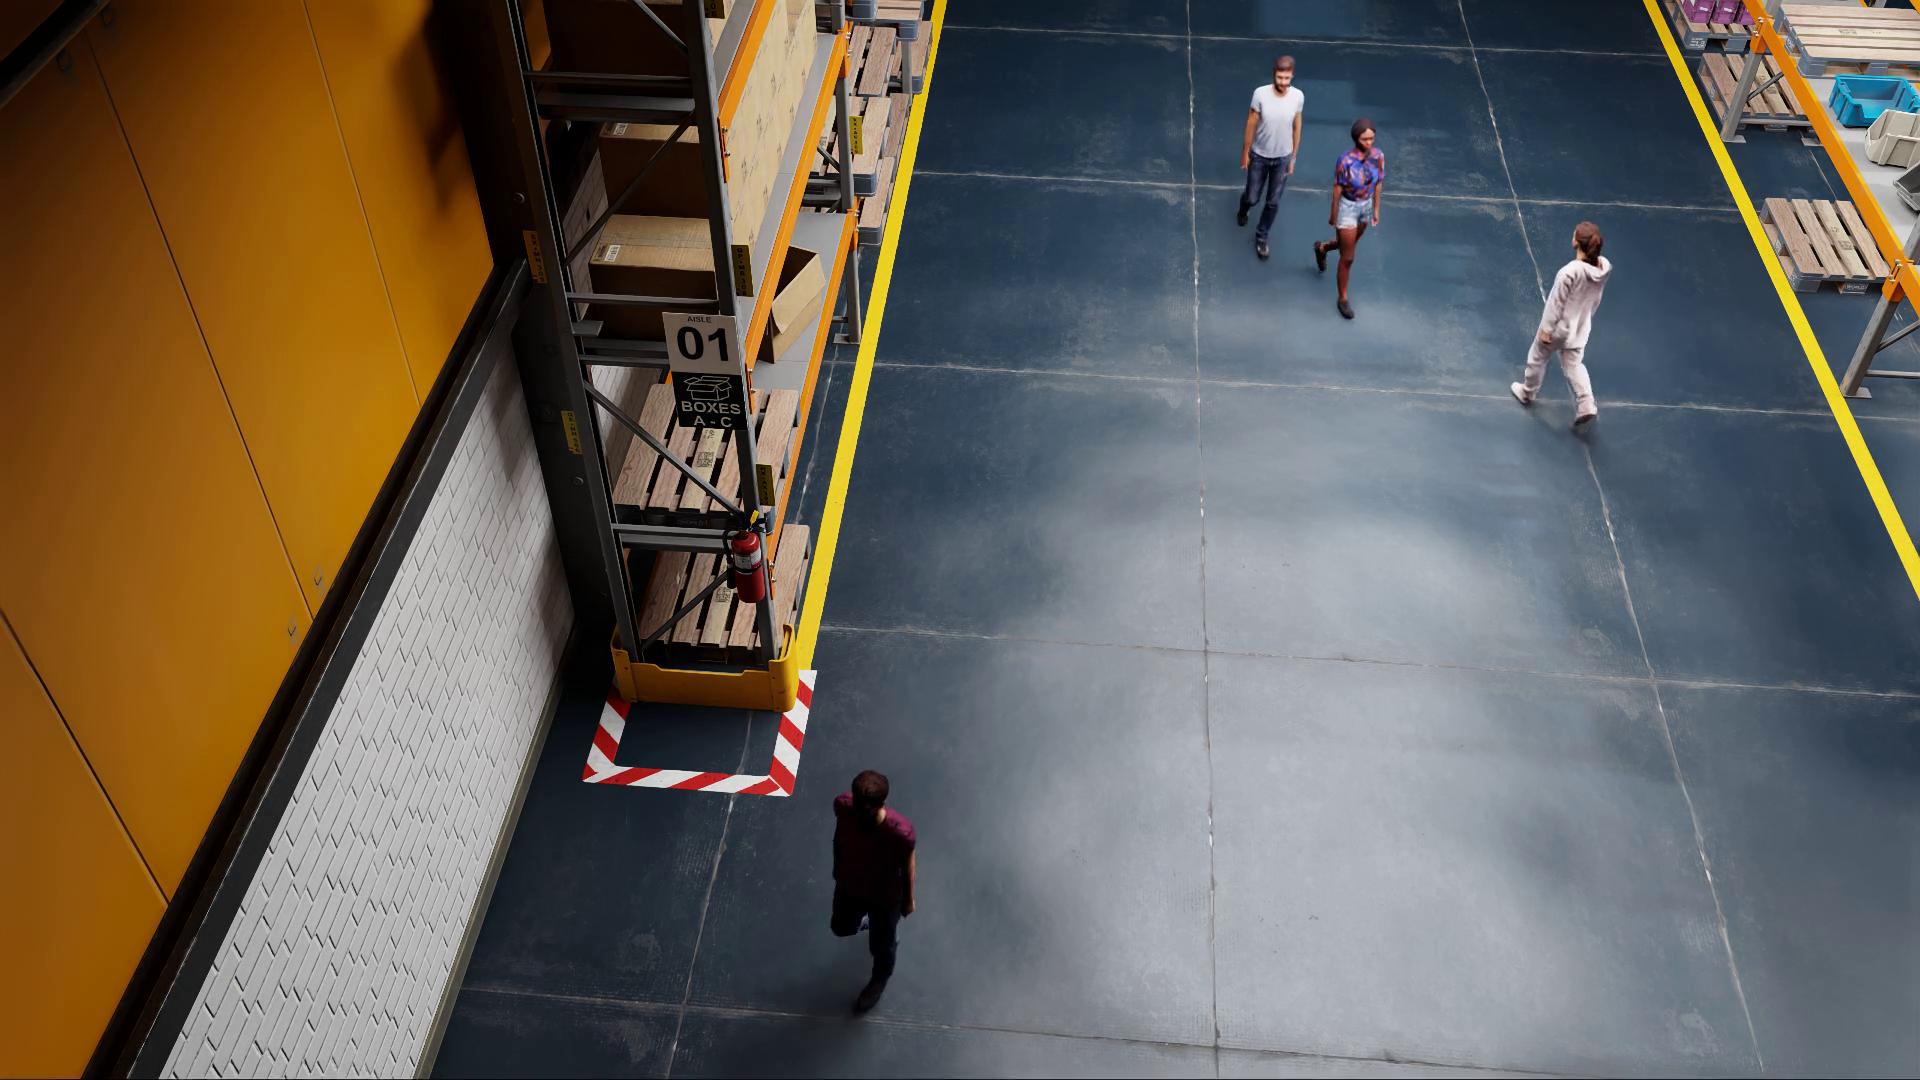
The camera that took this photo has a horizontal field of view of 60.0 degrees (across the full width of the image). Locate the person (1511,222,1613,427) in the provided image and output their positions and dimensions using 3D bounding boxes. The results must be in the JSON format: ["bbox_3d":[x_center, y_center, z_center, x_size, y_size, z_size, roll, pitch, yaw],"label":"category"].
[{"bbox_3d":[4.682,-1.603,12.677,0.922,1.669,1.104,-16,46,-16],"label":"person"}]

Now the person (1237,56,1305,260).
[{"bbox_3d":[2.679,-3.367,14.396,0.648,1.852,0.867,2,44,2],"label":"person"}]

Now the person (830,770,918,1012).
[{"bbox_3d":[-0.434,1.798,8.981,0.863,1.843,0.954,24,49,23],"label":"person"}]

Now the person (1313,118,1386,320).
[{"bbox_3d":[3.231,-2.757,13.853,0.911,1.718,1.153,-16,46,-16],"label":"person"}]
